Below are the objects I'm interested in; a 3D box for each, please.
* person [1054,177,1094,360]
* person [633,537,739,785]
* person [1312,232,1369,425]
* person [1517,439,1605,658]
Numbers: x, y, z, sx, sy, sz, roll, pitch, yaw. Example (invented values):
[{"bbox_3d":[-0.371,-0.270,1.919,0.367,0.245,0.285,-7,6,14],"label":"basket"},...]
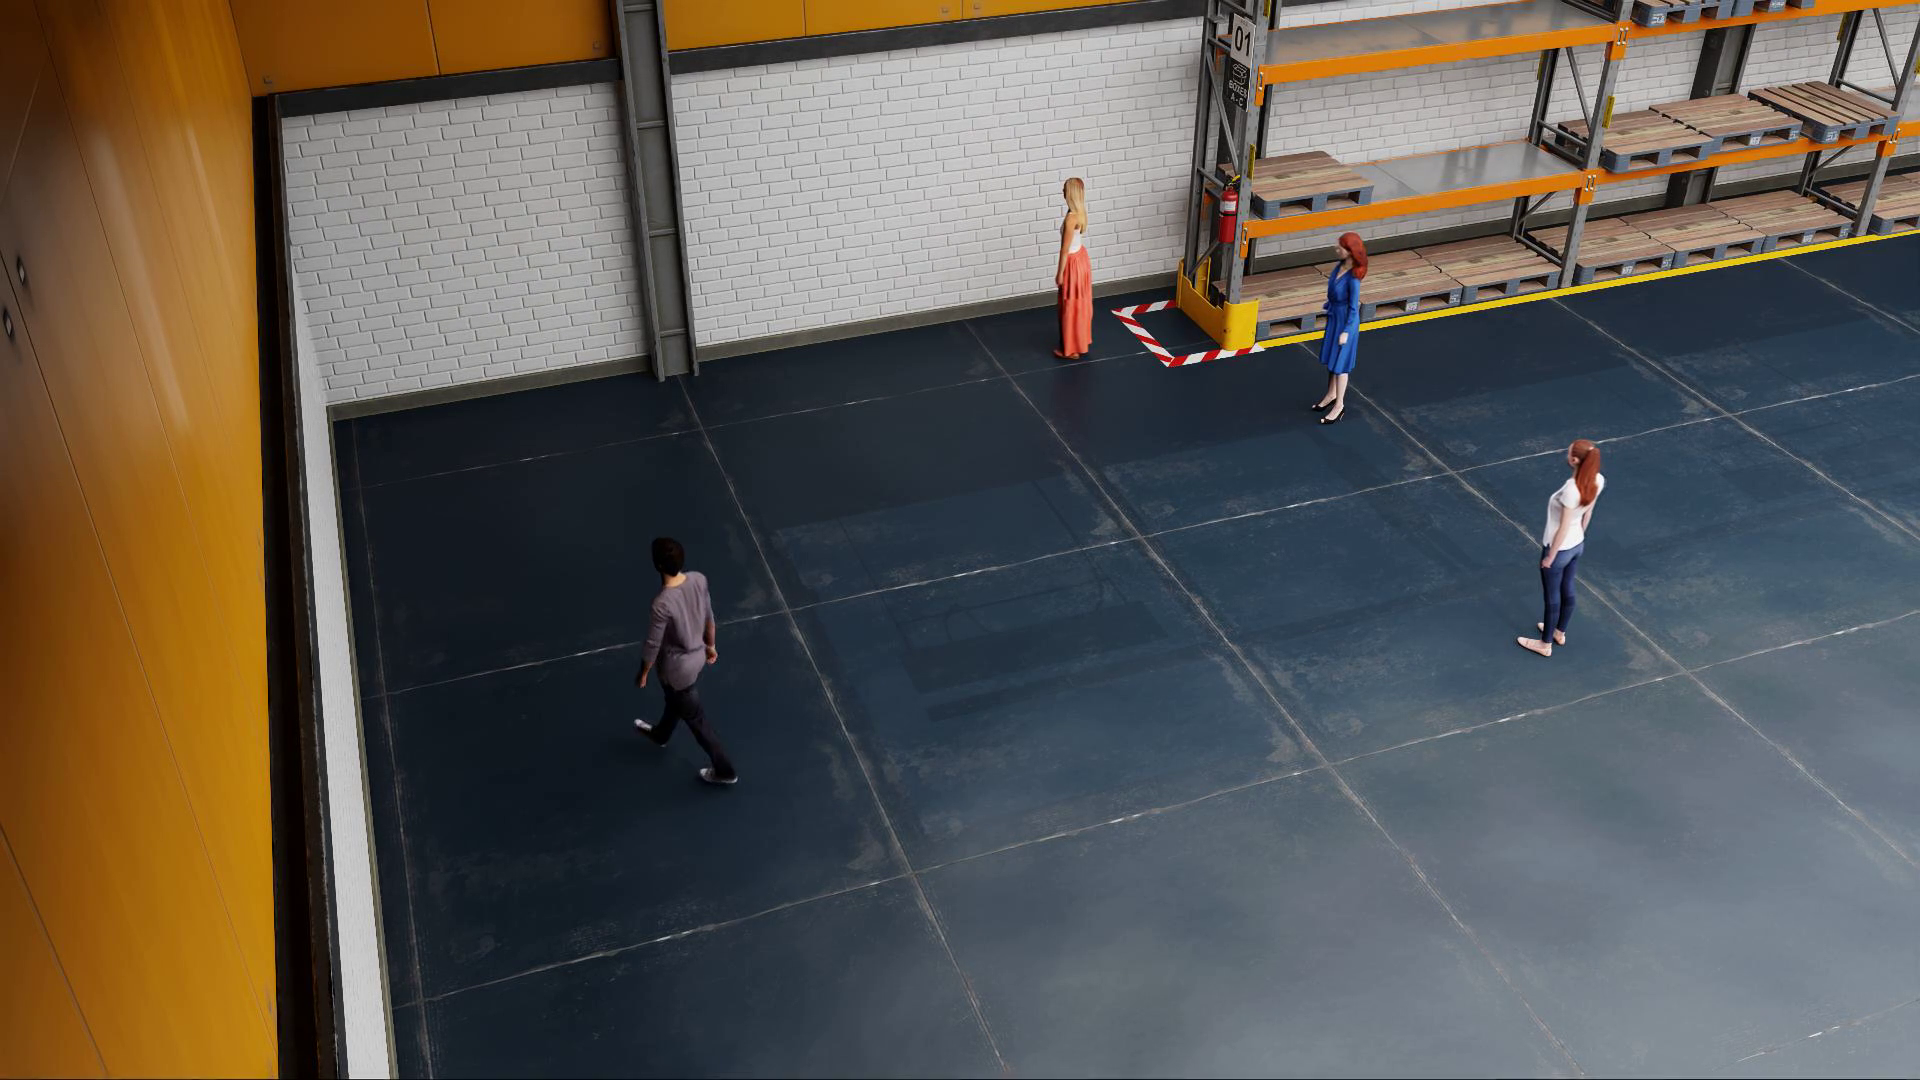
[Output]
[{"bbox_3d":[1.092,-2.606,15.944,0.750,1.802,0.713,9,35,14],"label":"person"},{"bbox_3d":[-1.731,0.835,10.763,1.219,1.808,1.172,15,37,22],"label":"person"},{"bbox_3d":[3.409,-1.895,14.853,0.664,1.827,0.677,-2,34,-3],"label":"person"},{"bbox_3d":[4.368,0.058,11.996,0.566,1.737,0.698,-25,41,-32],"label":"person"}]
